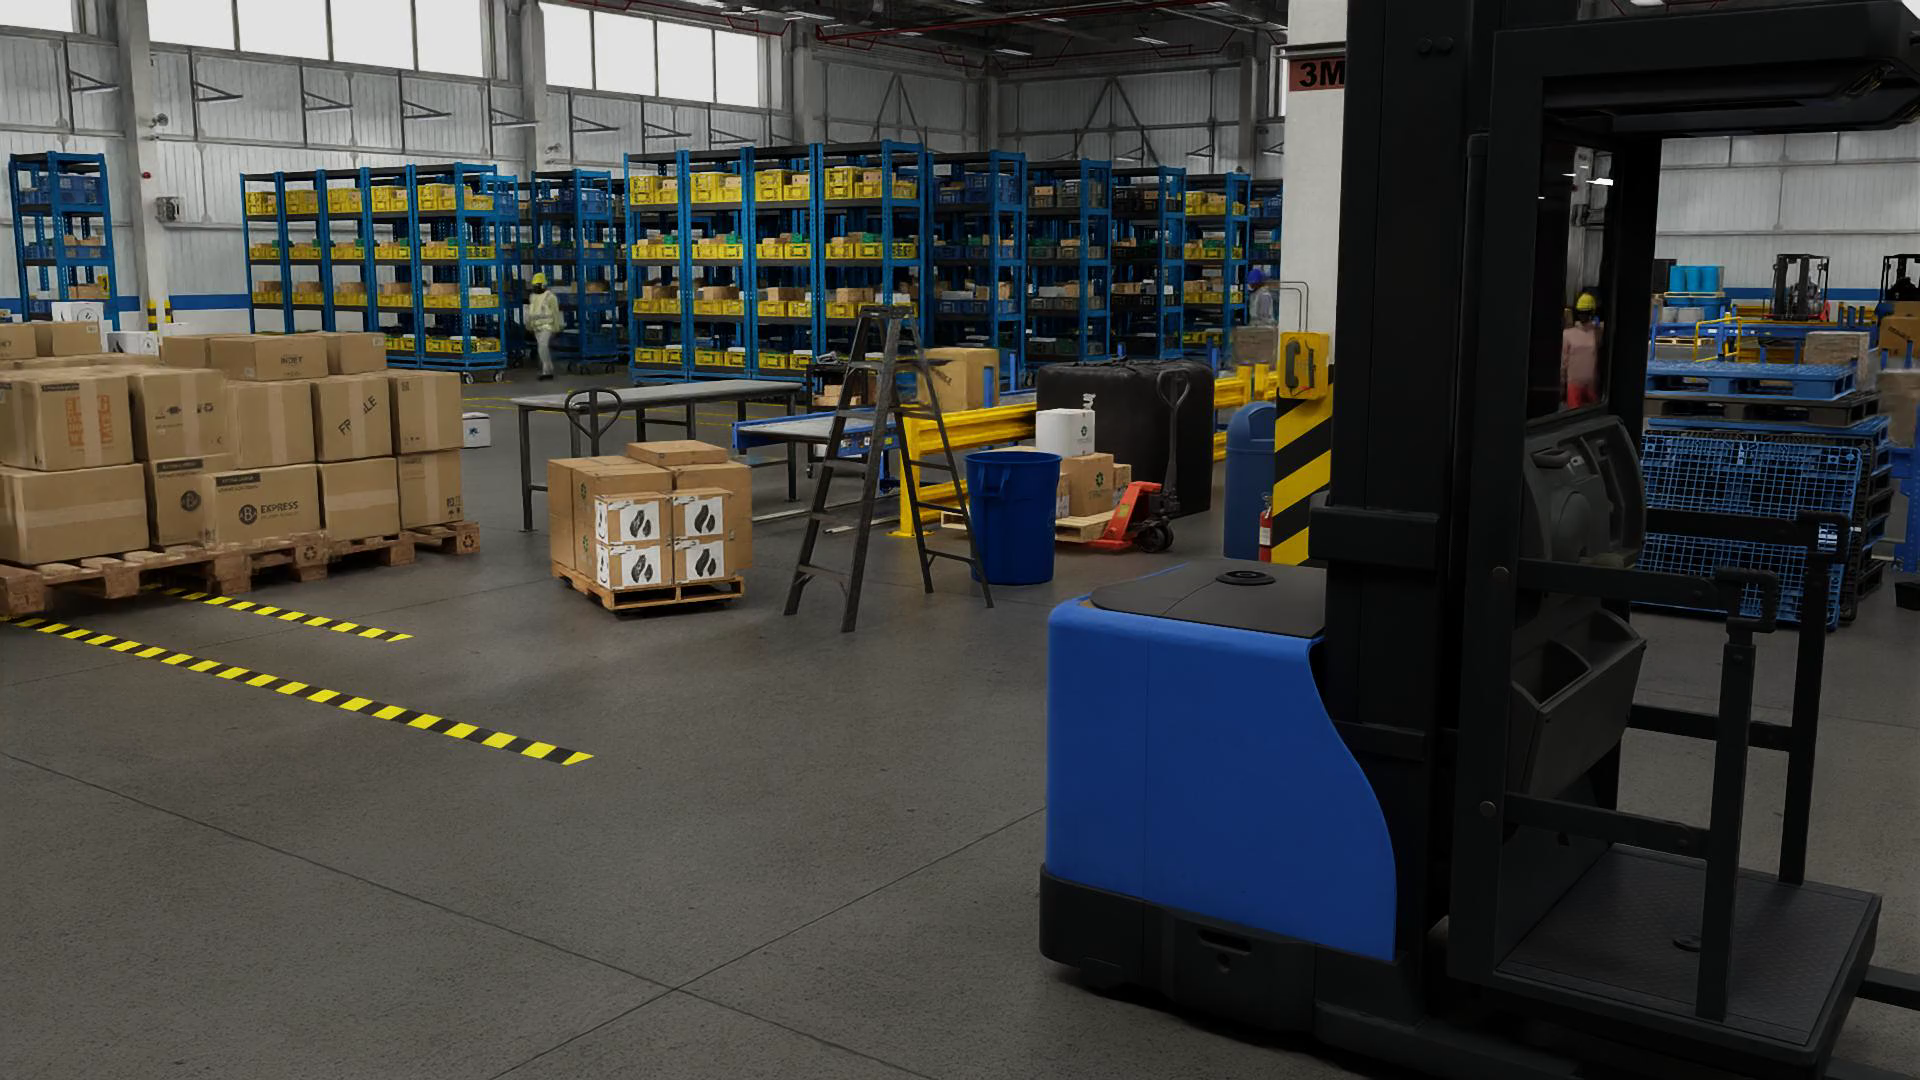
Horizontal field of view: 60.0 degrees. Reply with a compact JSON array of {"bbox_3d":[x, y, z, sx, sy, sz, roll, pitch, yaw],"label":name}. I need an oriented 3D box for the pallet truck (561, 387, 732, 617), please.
[{"bbox_3d":[-1.981,-0.274,10.088,0.680,1.201,1.601,-5,11,-28],"label":"pallet truck"}]

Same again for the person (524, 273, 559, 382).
[{"bbox_3d":[-7.060,-3.551,27.873,0.591,1.807,0.689,7,12,36],"label":"person"}]

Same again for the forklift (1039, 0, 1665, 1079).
[{"bbox_3d":[1.249,-0.137,4.360,1.873,2.768,1.129,7,12,35],"label":"forklift"}]

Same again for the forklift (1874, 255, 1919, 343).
[{"bbox_3d":[22.089,-5.634,38.796,1.157,1.987,2.680,6,11,33],"label":"forklift"}]

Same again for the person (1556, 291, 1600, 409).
[{"bbox_3d":[6.323,-1.661,16.887,0.535,1.720,0.893,4,10,24],"label":"person"}]

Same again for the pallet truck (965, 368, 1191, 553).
[{"bbox_3d":[0.845,-0.609,11.869,1.630,1.274,0.653,7,12,35],"label":"pallet truck"}]

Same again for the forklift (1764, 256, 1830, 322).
[{"bbox_3d":[20.253,-5.854,40.139,1.157,1.987,2.680,7,12,35],"label":"forklift"}]

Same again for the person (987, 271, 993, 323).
[{"bbox_3d":[0.607,-5.256,38.003,0.573,1.817,0.797,7,12,37],"label":"person"}]

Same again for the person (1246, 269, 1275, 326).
[{"bbox_3d":[4.575,-3.174,25.357,0.837,1.892,0.629,-2,10,-13],"label":"person"}]
